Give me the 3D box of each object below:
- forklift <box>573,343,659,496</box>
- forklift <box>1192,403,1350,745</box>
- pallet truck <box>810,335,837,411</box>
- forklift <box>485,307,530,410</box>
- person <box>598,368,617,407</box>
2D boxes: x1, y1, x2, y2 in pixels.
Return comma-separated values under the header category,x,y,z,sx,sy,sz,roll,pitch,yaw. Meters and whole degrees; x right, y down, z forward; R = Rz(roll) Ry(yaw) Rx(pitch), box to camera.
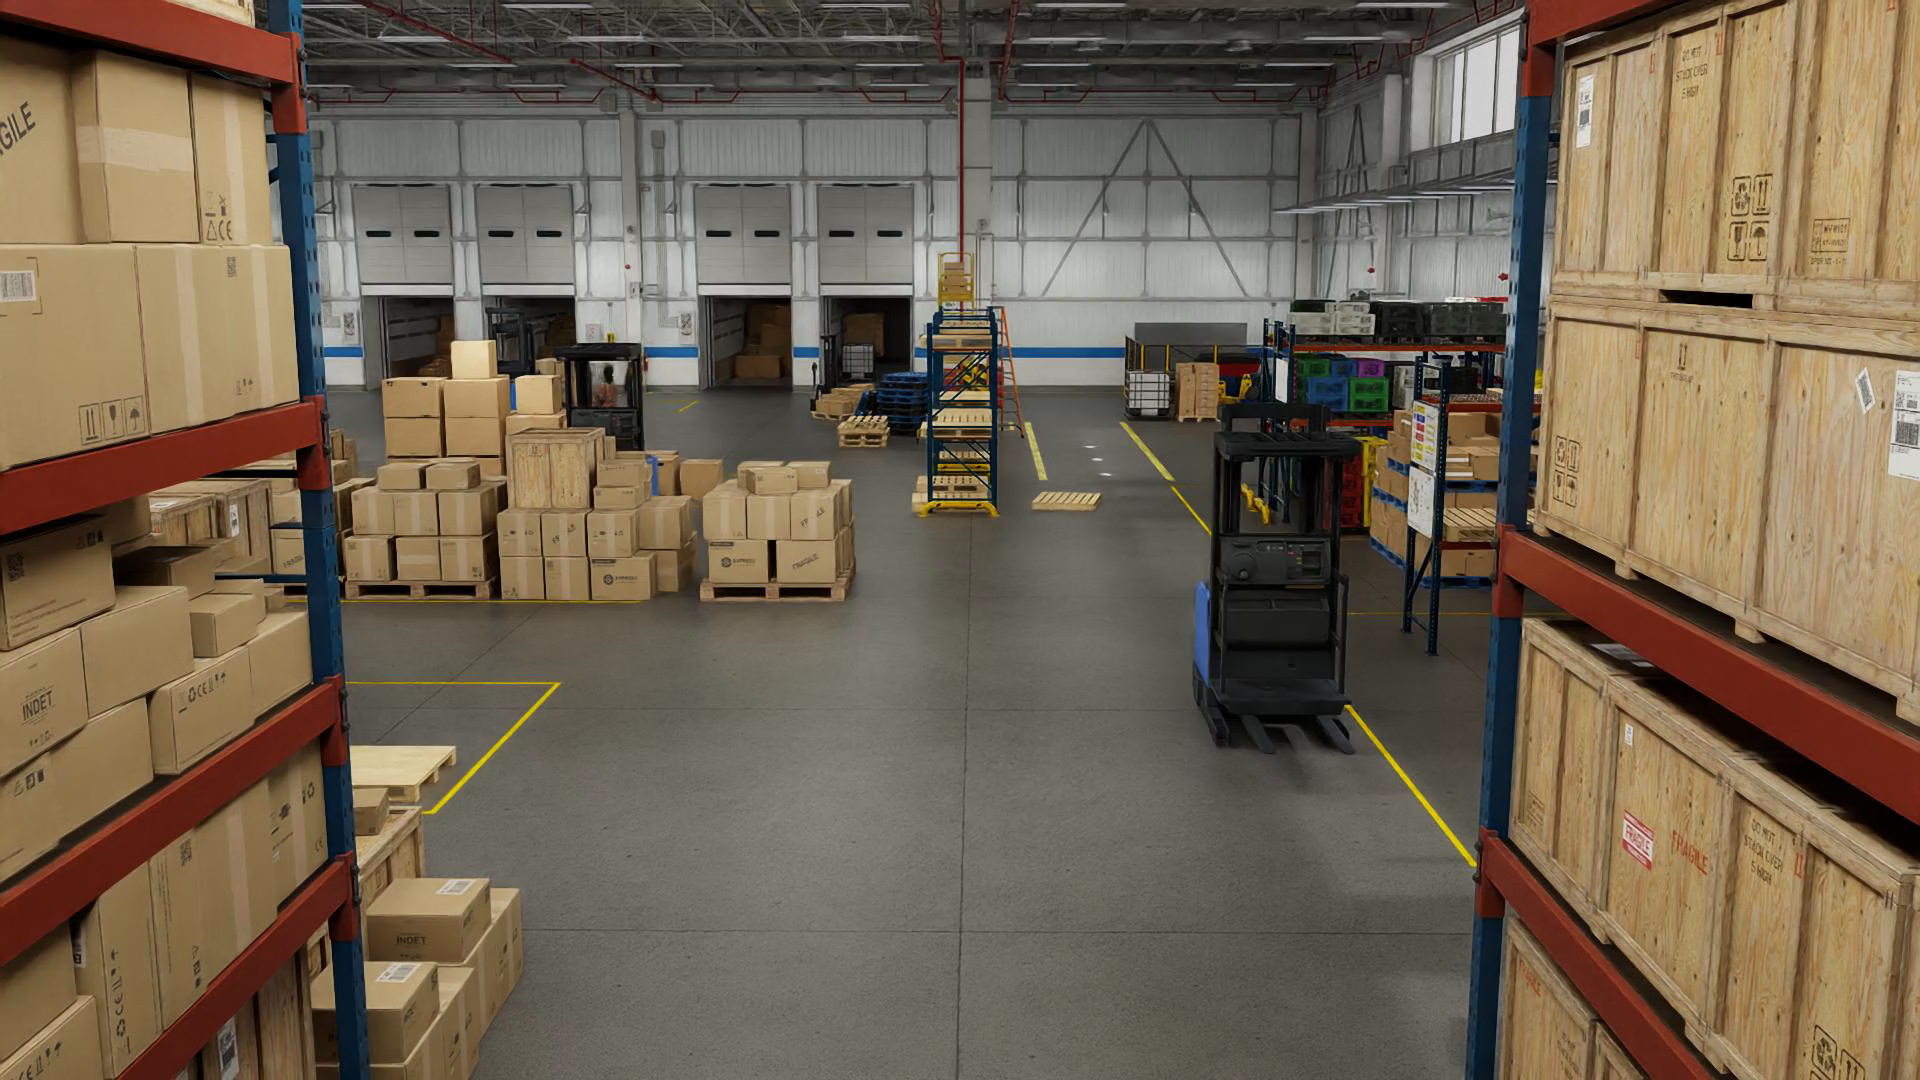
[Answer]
category,x,y,z,sx,sy,sz,roll,pitch,yaw
forklift,-5.085,-1.475,24.210,1.129,2.768,1.873,0,10,1
forklift,2.697,0.199,14.557,1.129,2.768,1.873,0,10,1
pallet truck,-3.021,-4.312,43.126,1.885,1.965,0.823,3,10,17
forklift,-10.754,-4.150,39.646,1.129,2.768,1.873,0,10,1
person,-7.527,-2.834,35.485,0.552,1.682,0.546,6,11,30
